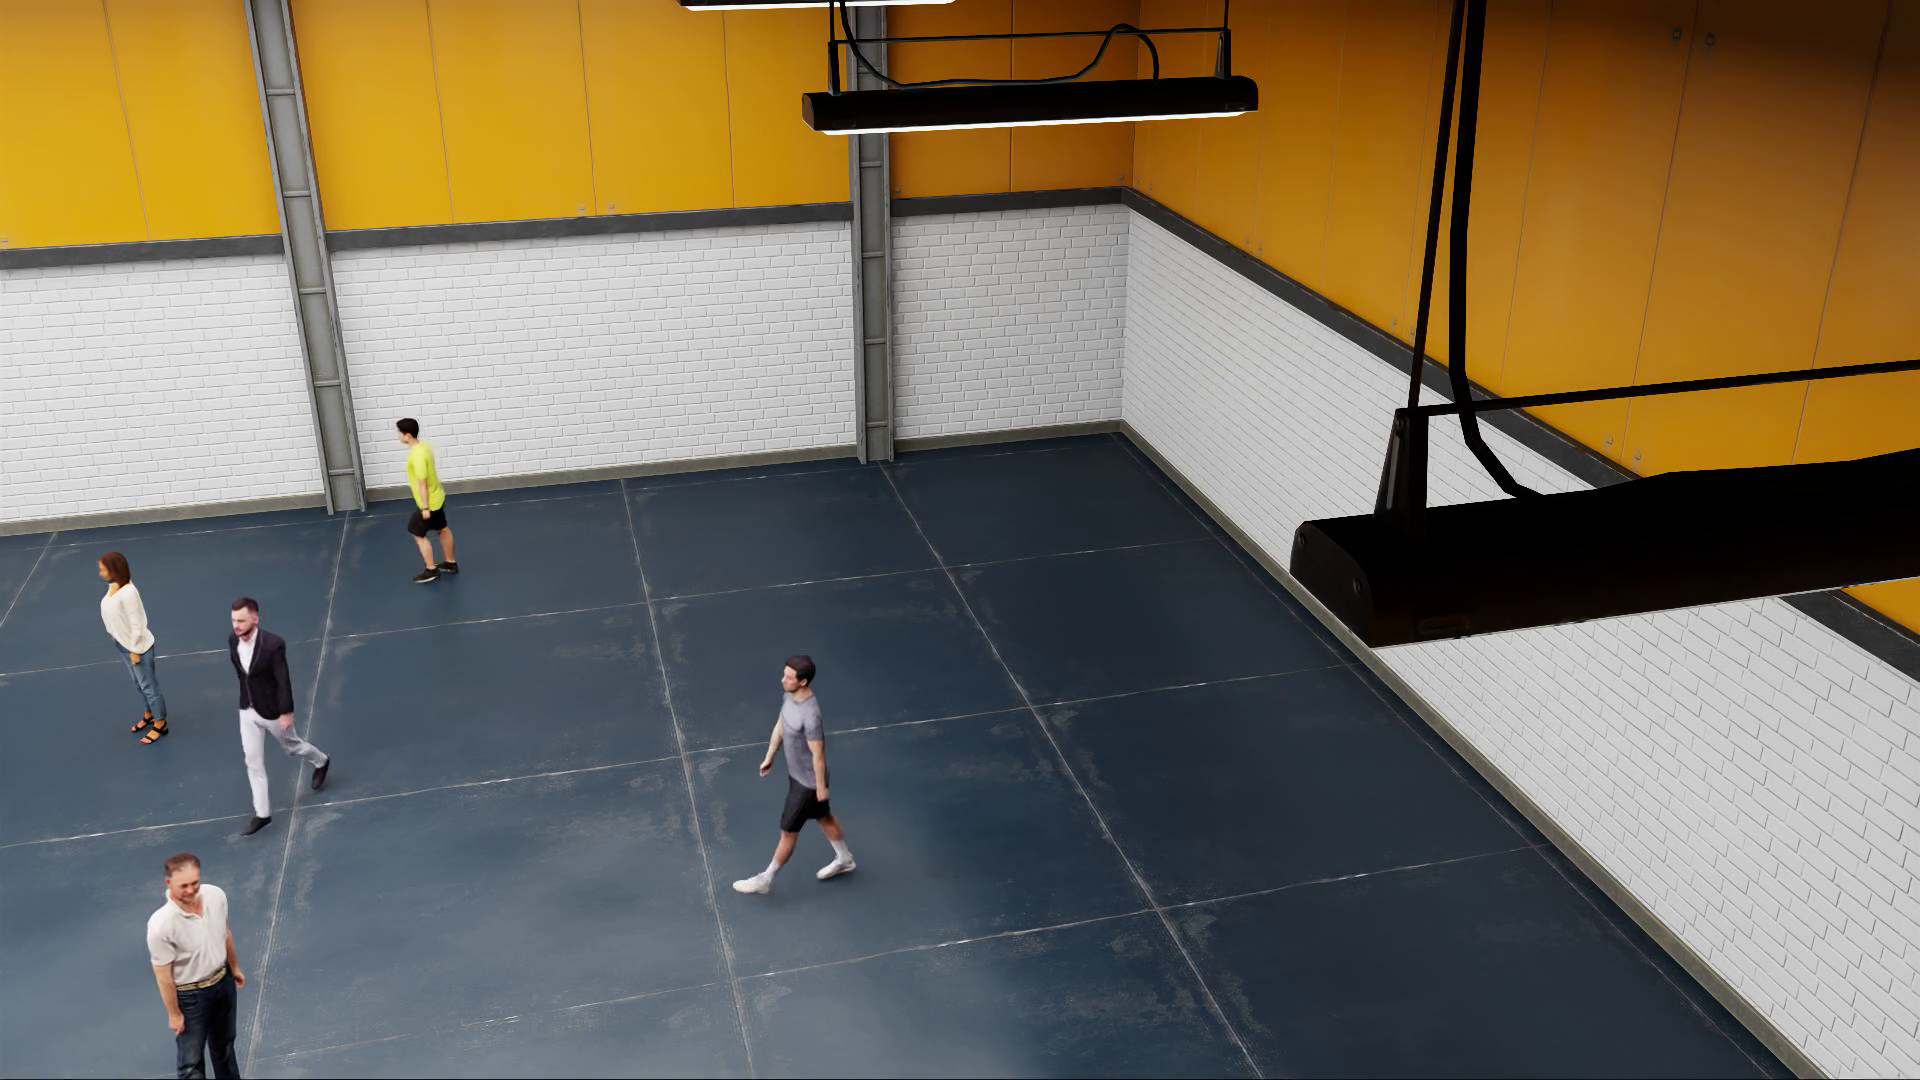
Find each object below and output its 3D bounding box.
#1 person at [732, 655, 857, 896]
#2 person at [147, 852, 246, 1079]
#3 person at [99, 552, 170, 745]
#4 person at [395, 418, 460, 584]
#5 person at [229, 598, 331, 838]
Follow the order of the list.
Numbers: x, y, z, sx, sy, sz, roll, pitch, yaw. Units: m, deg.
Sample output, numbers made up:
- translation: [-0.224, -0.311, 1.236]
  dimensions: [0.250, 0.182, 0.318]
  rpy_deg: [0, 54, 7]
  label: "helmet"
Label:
- translation: [-0.983, 1.626, 11.659]
  dimensions: [1.174, 1.836, 0.722]
  rpy_deg: [-8, 25, -18]
  label: "person"
- translation: [-4.351, 2.559, 9.509]
  dimensions: [0.799, 1.849, 0.741]
  rpy_deg: [13, 27, 27]
  label: "person"
- translation: [-6.766, 0.849, 13.636]
  dimensions: [0.690, 1.677, 0.696]
  rpy_deg: [-19, 30, -37]
  label: "person"
- translation: [-5.241, -0.410, 16.498]
  dimensions: [0.671, 1.691, 0.666]
  rpy_deg: [-2, 24, -4]
  label: "person"
- translation: [-5.163, 1.248, 12.566]
  dimensions: [1.251, 1.802, 1.171]
  rpy_deg: [7, 25, 16]
  label: "person"
